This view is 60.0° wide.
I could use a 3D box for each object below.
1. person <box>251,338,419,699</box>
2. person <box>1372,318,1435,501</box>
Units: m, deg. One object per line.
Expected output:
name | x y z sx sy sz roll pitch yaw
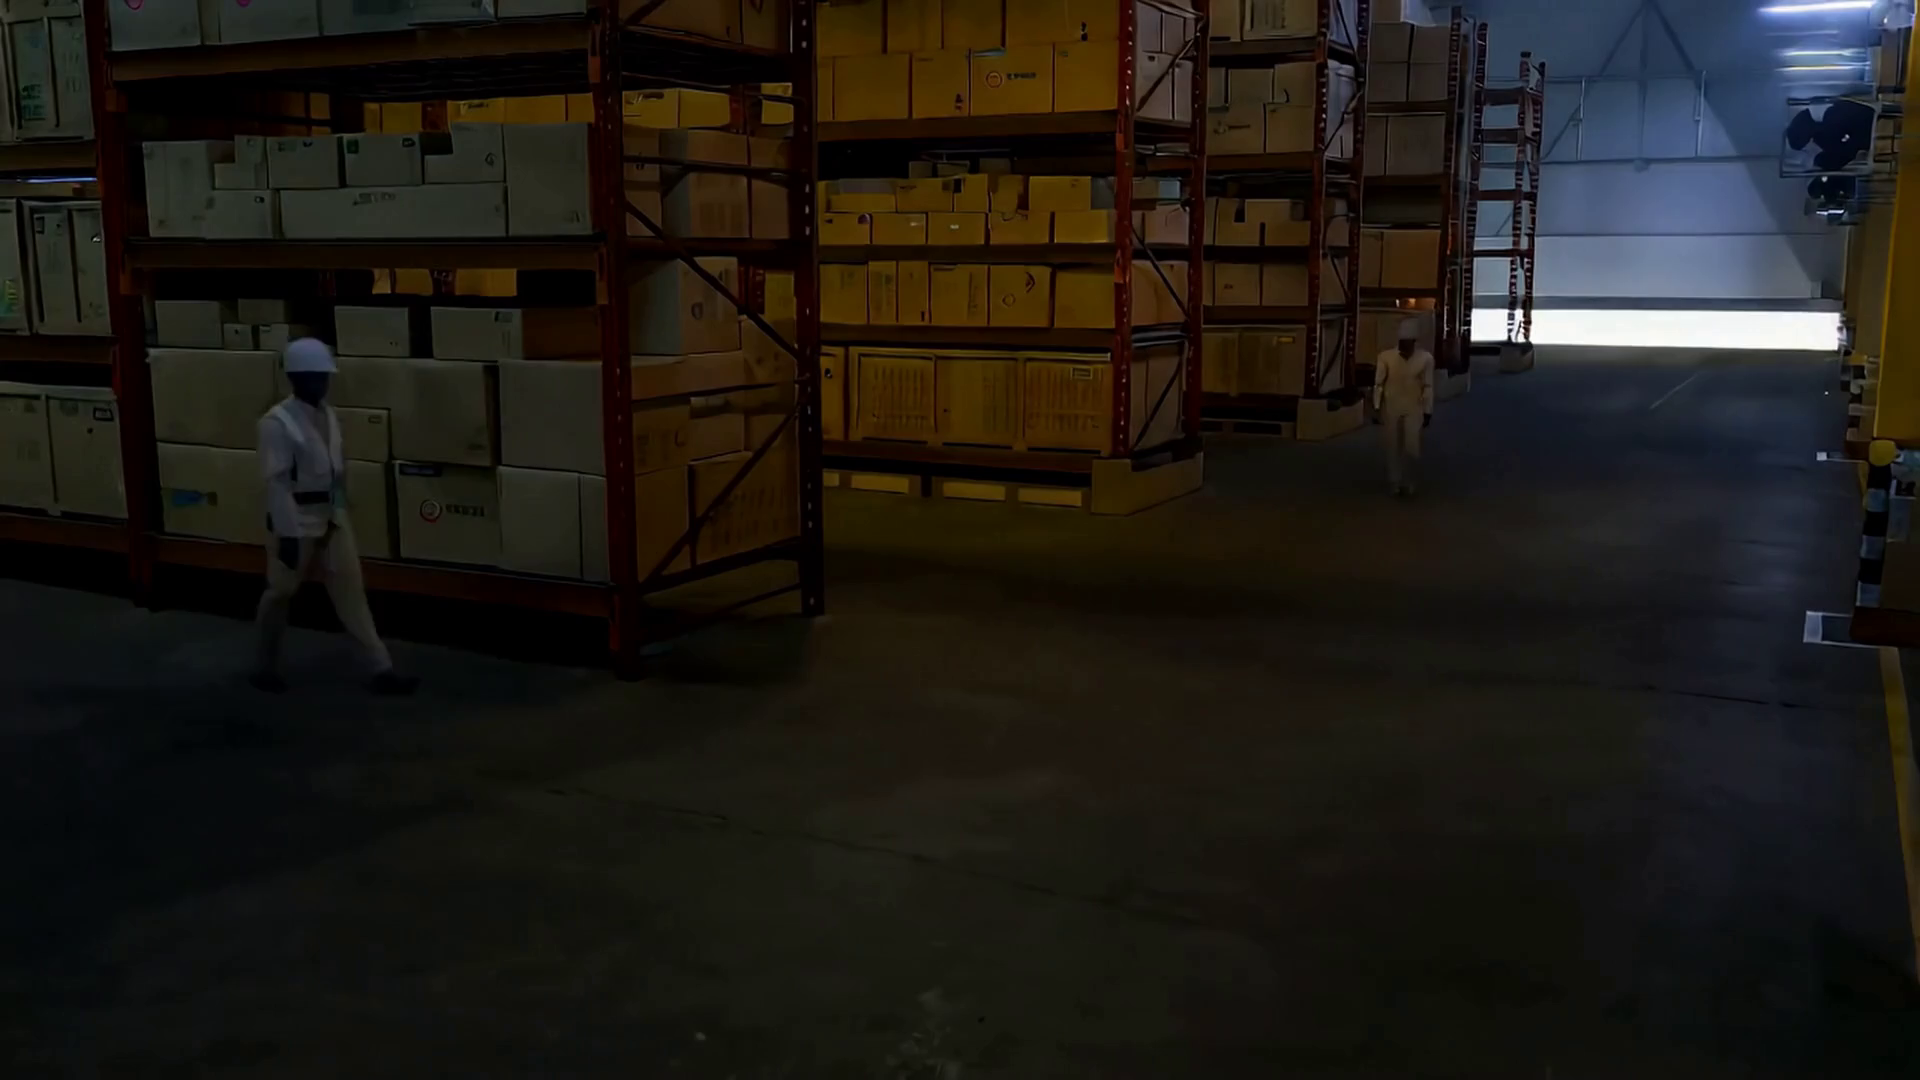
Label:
person | -3.357 -0.096 8.650 1.027 1.894 0.635 4 10 21
person | 4.163 -1.221 15.677 0.556 1.712 0.800 3 10 18
